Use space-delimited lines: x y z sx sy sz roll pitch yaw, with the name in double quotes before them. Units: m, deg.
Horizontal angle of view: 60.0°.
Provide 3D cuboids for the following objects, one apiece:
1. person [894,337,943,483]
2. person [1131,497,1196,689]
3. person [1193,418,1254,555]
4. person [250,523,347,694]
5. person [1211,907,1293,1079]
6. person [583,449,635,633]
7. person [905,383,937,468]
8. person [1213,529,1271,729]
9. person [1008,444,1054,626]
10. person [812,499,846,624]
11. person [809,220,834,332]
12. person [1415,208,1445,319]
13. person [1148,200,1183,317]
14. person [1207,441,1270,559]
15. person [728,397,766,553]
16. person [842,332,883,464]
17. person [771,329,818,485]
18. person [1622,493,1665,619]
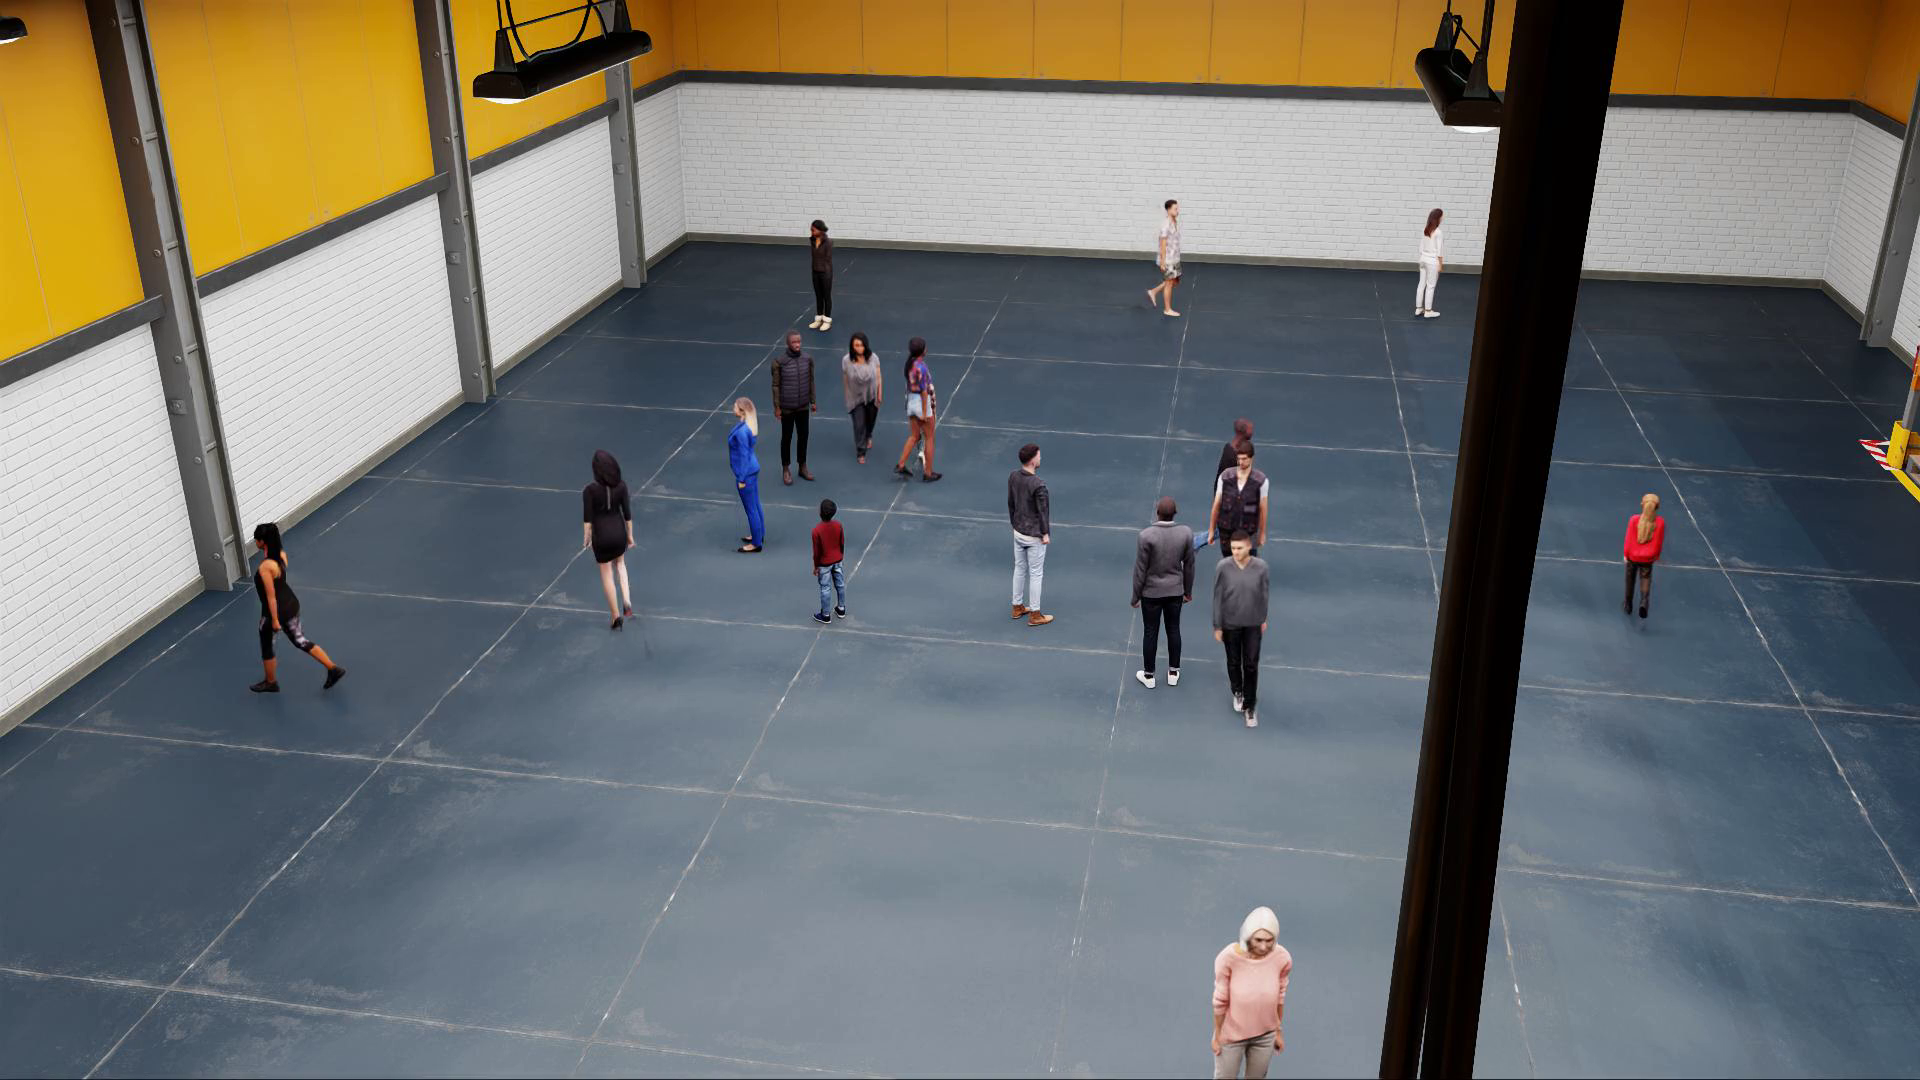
"person" -0.554 -1.514 19.443 0.943 1.722 0.891 -12 26 -25
"person" 1.807 0.466 14.794 0.782 1.818 0.705 -3 24 -7
"person" 2.649 -0.395 16.888 0.841 1.719 1.004 0 24 0
"person" -5.900 0.623 14.661 0.766 1.636 1.054 0 24 0
"person" 1.648 2.808 9.556 0.665 1.723 0.630 -3 24 -8
"person" -3.300 0.050 15.780 0.723 1.790 0.782 -15 28 -31
"person" -0.481 -1.499 19.954 0.547 1.285 0.821 6 24 12
"person" 2.427 0.683 14.396 0.664 1.739 0.830 2 24 4
"person" 0.665 -0.062 15.977 0.765 1.837 0.737 -20 31 -38
"person" -1.268 0.193 16.120 0.575 1.255 0.641 -17 29 -34
"person" -2.086 -4.058 25.335 0.675 1.663 0.738 11 26 24
"person" 7.332 -4.327 25.918 0.746 1.690 0.666 -12 26 -26
"person" 3.195 -4.413 25.979 0.919 1.799 0.925 15 28 30
"person" 2.712 -0.115 16.131 0.803 1.810 1.141 9 25 19
"person" -2.238 -0.703 17.615 0.711 1.700 0.520 1 24 2
"person" -1.170 -1.779 20.232 0.862 1.575 1.133 -4 24 -10
"person" -1.938 -1.576 19.439 0.774 1.838 0.811 -13 27 -28
"person" 6.619 0.174 16.144 0.499 1.272 0.726 5 24 11
